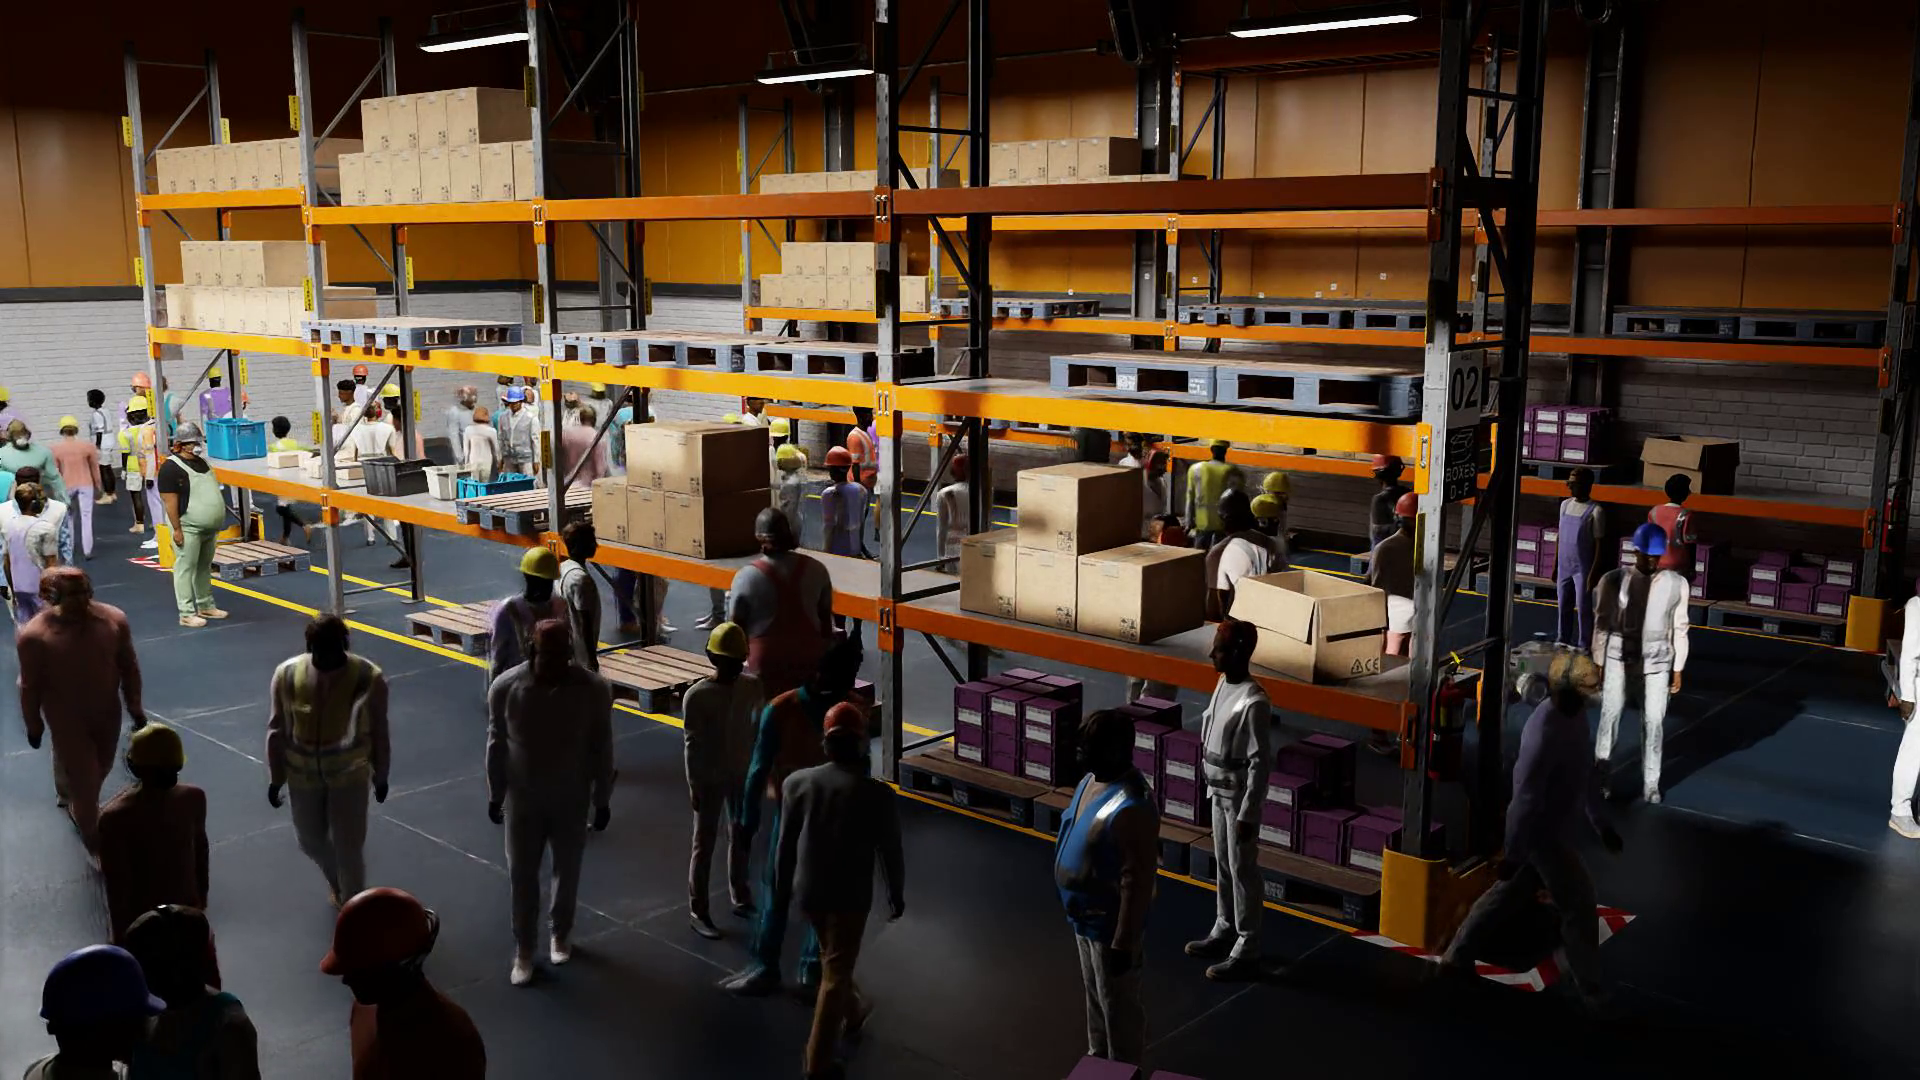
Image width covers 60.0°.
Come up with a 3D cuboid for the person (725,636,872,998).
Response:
[{"bbox_3d":[-0.810,1.393,8.300,0.769,1.873,0.394,-4,11,-22],"label":"person"}]

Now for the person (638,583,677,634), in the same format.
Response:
[{"bbox_3d":[-3.005,-0.023,16.209,0.401,1.908,0.597,-6,11,-29],"label":"person"}]

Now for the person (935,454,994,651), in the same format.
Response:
[{"bbox_3d":[0.052,0.116,15.645,0.629,1.839,0.998,-4,11,-23],"label":"person"}]

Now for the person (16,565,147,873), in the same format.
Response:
[{"bbox_3d":[-5.442,1.048,10.275,0.942,1.869,0.634,8,13,38],"label":"person"}]

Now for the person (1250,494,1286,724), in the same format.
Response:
[{"bbox_3d":[2.383,0.537,13.240,0.403,1.831,0.597,-1,10,-5],"label":"person"}]

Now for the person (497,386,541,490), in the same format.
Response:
[{"bbox_3d":[-5.849,-1.074,22.064,0.611,1.939,0.417,3,10,16],"label":"person"}]

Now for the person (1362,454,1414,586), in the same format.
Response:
[{"bbox_3d":[3.726,0.204,14.555,0.392,2.035,0.605,10,14,44],"label":"person"}]

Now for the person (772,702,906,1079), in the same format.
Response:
[{"bbox_3d":[-0.523,1.586,7.678,0.583,1.693,0.852,4,11,23],"label":"person"}]

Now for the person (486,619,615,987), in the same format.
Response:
[{"bbox_3d":[-2.107,1.337,8.577,0.660,1.879,0.716,-2,10,-12],"label":"person"}]

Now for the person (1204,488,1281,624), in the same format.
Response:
[{"bbox_3d":[1.986,0.620,12.185,0.678,2.000,0.536,-8,13,-39],"label":"person"}]

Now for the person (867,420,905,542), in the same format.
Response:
[{"bbox_3d":[-0.918,-0.914,21.206,0.387,1.924,0.548,9,13,41],"label":"person"}]

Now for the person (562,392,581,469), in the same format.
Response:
[{"bbox_3d":[-5.679,-1.361,24.529,0.517,1.636,0.313,7,12,36],"label":"person"}]

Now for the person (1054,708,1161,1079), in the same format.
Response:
[{"bbox_3d":[0.618,1.616,7.118,0.429,1.845,0.621,-2,10,-12],"label":"person"}]

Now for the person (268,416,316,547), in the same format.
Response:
[{"bbox_3d":[-8.346,-0.713,20.756,0.639,1.677,0.531,3,10,16],"label":"person"}]

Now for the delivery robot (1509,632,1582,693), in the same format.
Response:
[{"bbox_3d":[4.838,1.015,13.887,0.707,0.478,0.477,-5,11,-26],"label":"delivery robot"}]

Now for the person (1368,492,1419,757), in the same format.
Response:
[{"bbox_3d":[3.306,0.619,12.359,0.618,1.986,0.408,-6,12,-30],"label":"person"}]

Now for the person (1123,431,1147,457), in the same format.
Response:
[{"bbox_3d":[1.946,-0.447,18.704,0.324,1.871,0.526,2,10,9],"label":"person"}]

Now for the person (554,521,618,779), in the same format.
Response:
[{"bbox_3d":[-2.687,0.780,11.837,0.344,1.846,0.507,-6,12,-30],"label":"person"}]

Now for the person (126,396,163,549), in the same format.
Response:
[{"bbox_3d":[-10.182,-0.853,20.875,0.401,1.917,0.592,-5,11,-26],"label":"person"}]

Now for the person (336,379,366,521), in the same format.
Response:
[{"bbox_3d":[-8.378,-1.248,22.998,0.385,1.958,0.607,-6,12,-30],"label":"person"}]

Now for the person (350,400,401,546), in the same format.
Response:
[{"bbox_3d":[-7.376,-0.836,20.967,0.564,1.847,0.395,-1,10,-5],"label":"person"}]

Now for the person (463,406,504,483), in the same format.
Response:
[{"bbox_3d":[-6.575,-1.038,22.813,0.513,1.593,0.828,3,10,17],"label":"person"}]

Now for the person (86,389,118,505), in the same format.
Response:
[{"bbox_3d":[-12.600,-1.363,24.400,0.314,1.695,0.578,-3,10,-16],"label":"person"}]

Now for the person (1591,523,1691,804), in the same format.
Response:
[{"bbox_3d":[4.609,0.833,11.283,0.613,1.938,0.417,3,10,15],"label":"person"}]

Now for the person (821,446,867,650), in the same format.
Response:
[{"bbox_3d":[-1.114,0.095,15.446,0.358,1.936,0.552,8,13,37],"label":"person"}]

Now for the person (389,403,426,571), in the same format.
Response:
[{"bbox_3d":[-6.462,-0.626,19.476,0.409,1.952,0.619,0,10,1],"label":"person"}]

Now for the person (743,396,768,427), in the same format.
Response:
[{"bbox_3d":[-2.989,-1.374,24.316,0.354,1.739,0.569,1,10,6],"label":"person"}]

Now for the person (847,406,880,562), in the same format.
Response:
[{"bbox_3d":[-1.158,-0.689,19.797,0.364,1.965,0.609,1,10,8],"label":"person"}]

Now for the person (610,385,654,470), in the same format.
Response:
[{"bbox_3d":[-4.211,-1.042,21.580,0.615,2.040,0.391,1,10,8],"label":"person"}]

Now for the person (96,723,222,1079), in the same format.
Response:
[{"bbox_3d":[-3.435,1.653,7.239,0.849,1.729,0.540,7,12,35],"label":"person"}]

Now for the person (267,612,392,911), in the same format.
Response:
[{"bbox_3d":[-3.447,1.270,9.154,0.637,1.816,0.770,-1,10,-6],"label":"person"}]

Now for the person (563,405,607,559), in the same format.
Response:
[{"bbox_3d":[-4.484,-0.688,20.044,0.634,1.889,1.010,4,11,21],"label":"person"}]

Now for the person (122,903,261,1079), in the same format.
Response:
[{"bbox_3d":[-2.323,1.974,5.086,0.513,1.842,0.325,6,12,29],"label":"person"}]

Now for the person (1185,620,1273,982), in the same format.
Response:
[{"bbox_3d":[1.411,1.333,8.602,0.353,1.883,0.573,-2,10,-10],"label":"person"}]
